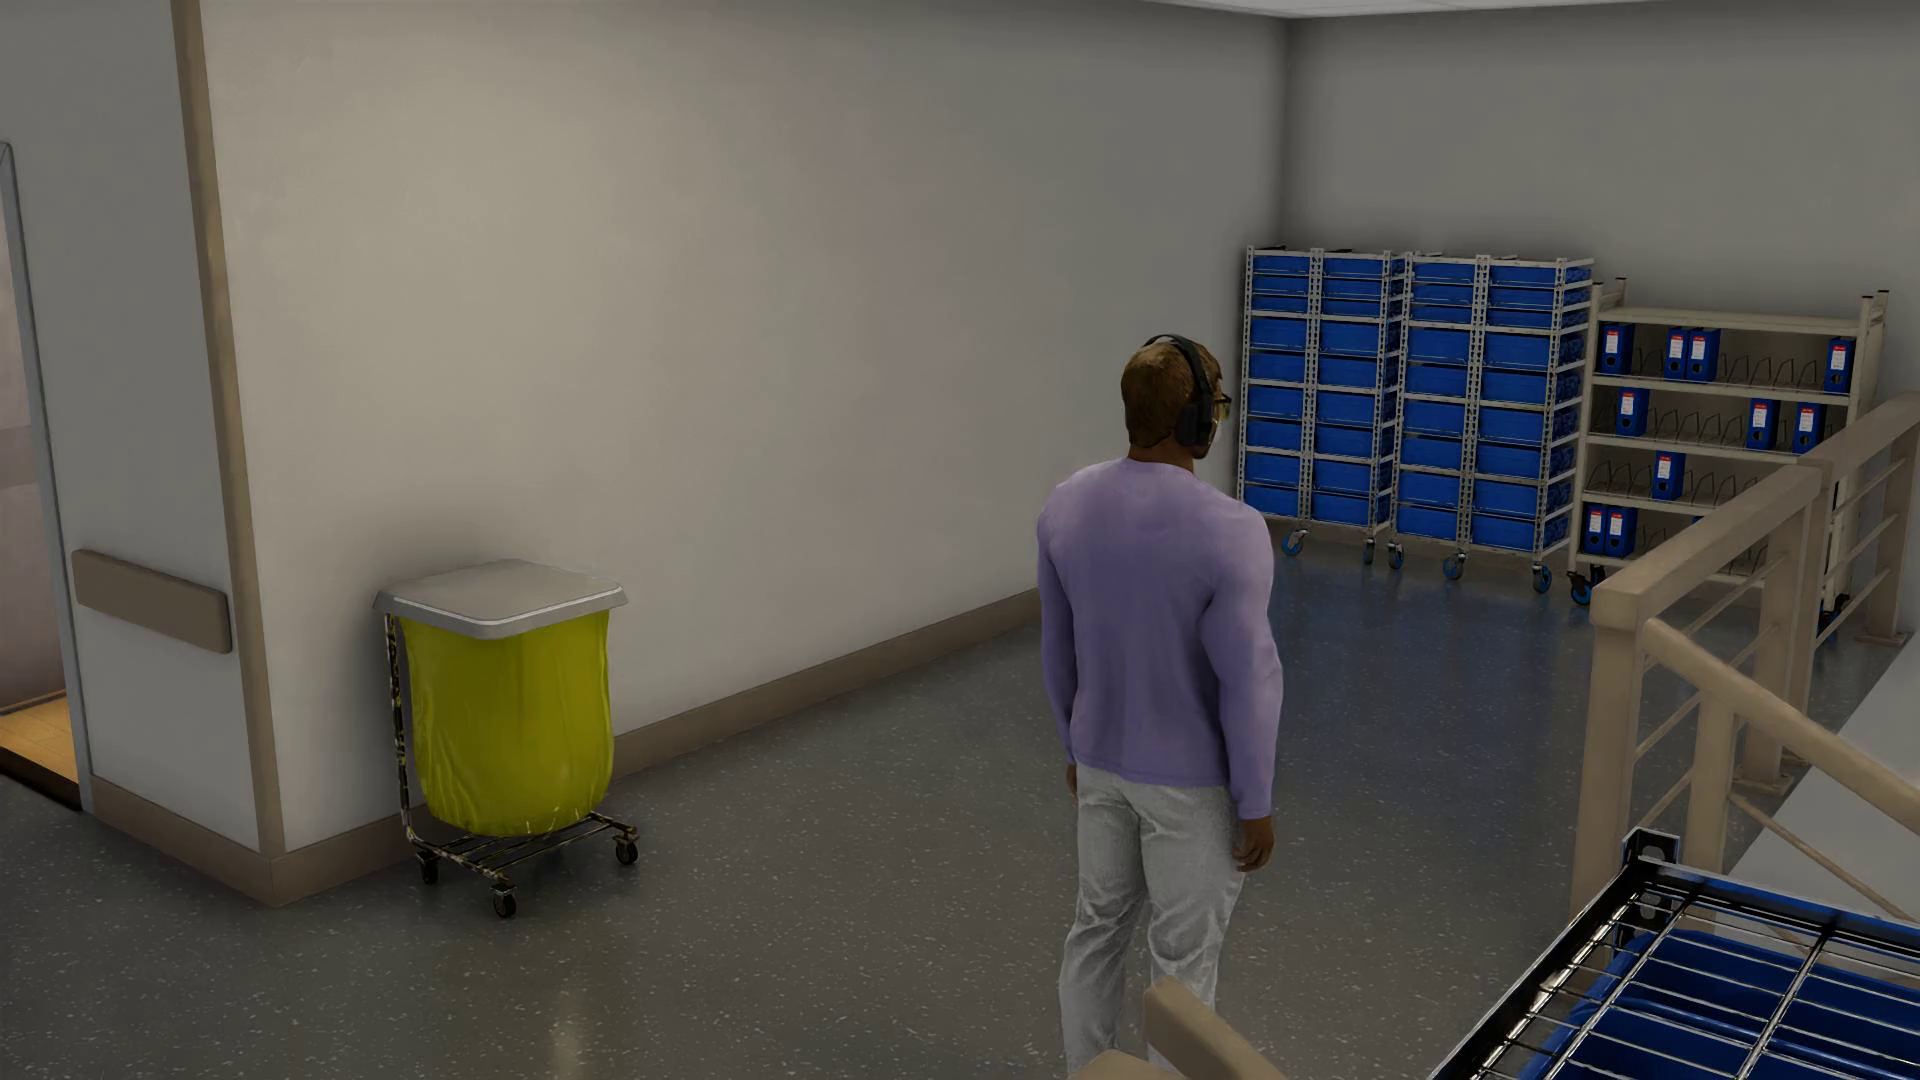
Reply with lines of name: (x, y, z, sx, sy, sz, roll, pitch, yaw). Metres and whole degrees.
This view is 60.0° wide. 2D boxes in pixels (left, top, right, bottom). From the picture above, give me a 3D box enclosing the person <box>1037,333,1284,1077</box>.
person: (0.443, 0.511, 3.707, 0.372, 1.940, 0.632, -13, 18, -42)
